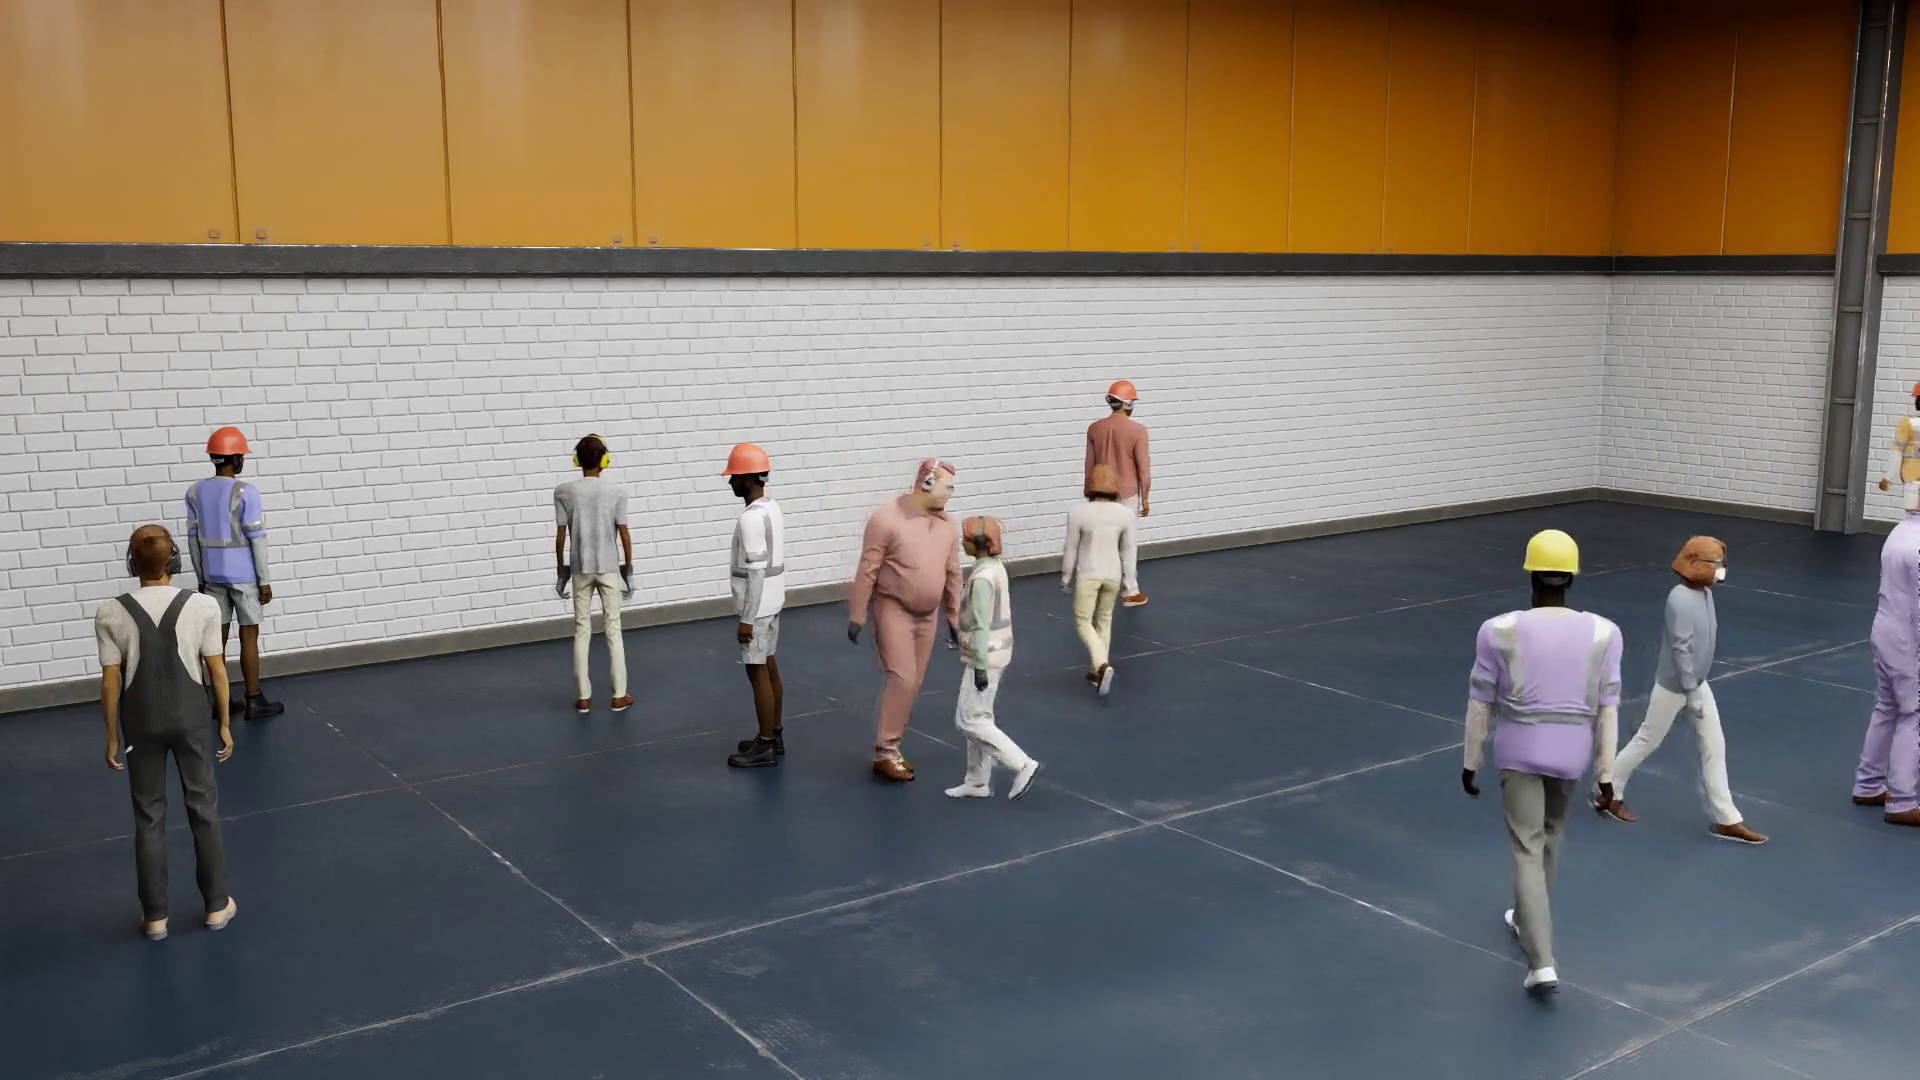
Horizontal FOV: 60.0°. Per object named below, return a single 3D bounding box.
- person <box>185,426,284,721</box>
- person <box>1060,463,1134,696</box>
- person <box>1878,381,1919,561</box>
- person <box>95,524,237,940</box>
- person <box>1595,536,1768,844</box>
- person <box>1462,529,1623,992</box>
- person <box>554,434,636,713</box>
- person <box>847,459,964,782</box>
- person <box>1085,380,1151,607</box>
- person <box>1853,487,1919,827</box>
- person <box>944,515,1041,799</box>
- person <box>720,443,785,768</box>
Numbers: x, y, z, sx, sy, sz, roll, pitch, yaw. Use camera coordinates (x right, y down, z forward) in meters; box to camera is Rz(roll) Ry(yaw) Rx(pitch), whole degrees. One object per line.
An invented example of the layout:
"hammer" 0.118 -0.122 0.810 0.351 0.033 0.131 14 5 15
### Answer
"person" -4.770 0.221 10.941 0.552 1.935 0.360 2 9 14
"person" 0.982 0.273 11.600 0.502 1.612 0.682 -3 10 -18
"person" 9.476 -0.629 16.344 0.564 1.903 0.973 -2 9 -10
"person" -3.510 0.846 7.372 0.514 1.842 0.324 -4 10 -24
"person" 3.775 0.760 8.700 0.497 1.594 0.870 -9 13 -43
"person" 2.431 0.897 6.944 0.600 1.888 0.964 1 9 4
"person" -2.440 0.225 11.131 0.533 1.868 0.310 -1 9 -5
"person" -0.273 0.459 9.704 0.580 1.860 0.723 9 13 44
"person" 1.403 -0.413 14.681 0.616 1.990 0.393 6 11 32
"person" 5.099 0.578 8.887 0.399 1.886 0.671 3 10 19
"person" 0.168 0.663 9.168 0.469 1.623 0.518 2 9 10
"person" -1.235 0.388 9.911 0.364 1.934 0.552 1 9 7
